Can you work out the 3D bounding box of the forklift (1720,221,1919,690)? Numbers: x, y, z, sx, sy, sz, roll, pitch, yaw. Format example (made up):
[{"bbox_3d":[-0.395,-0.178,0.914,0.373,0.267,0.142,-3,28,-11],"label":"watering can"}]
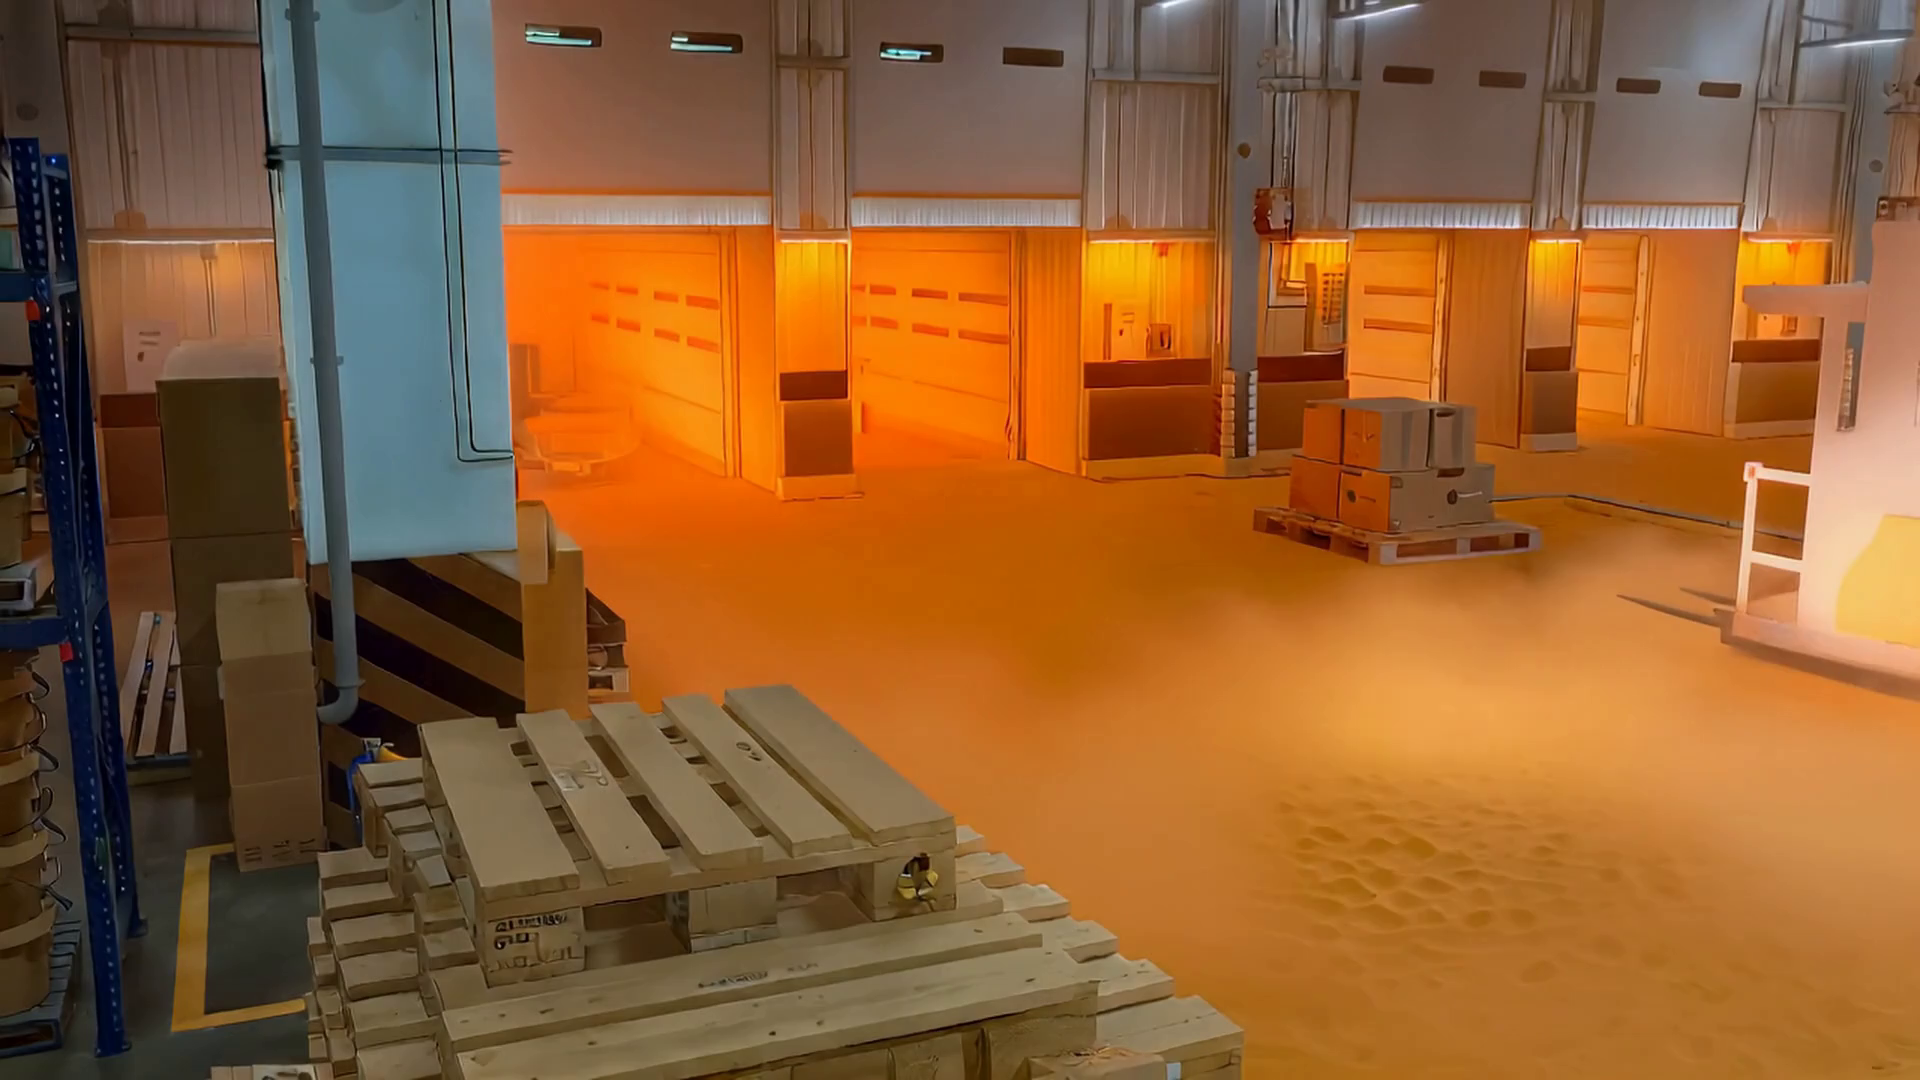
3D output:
[{"bbox_3d":[5.949,-0.550,10.218,1.129,2.768,1.873,-4,11,-23],"label":"forklift"}]
